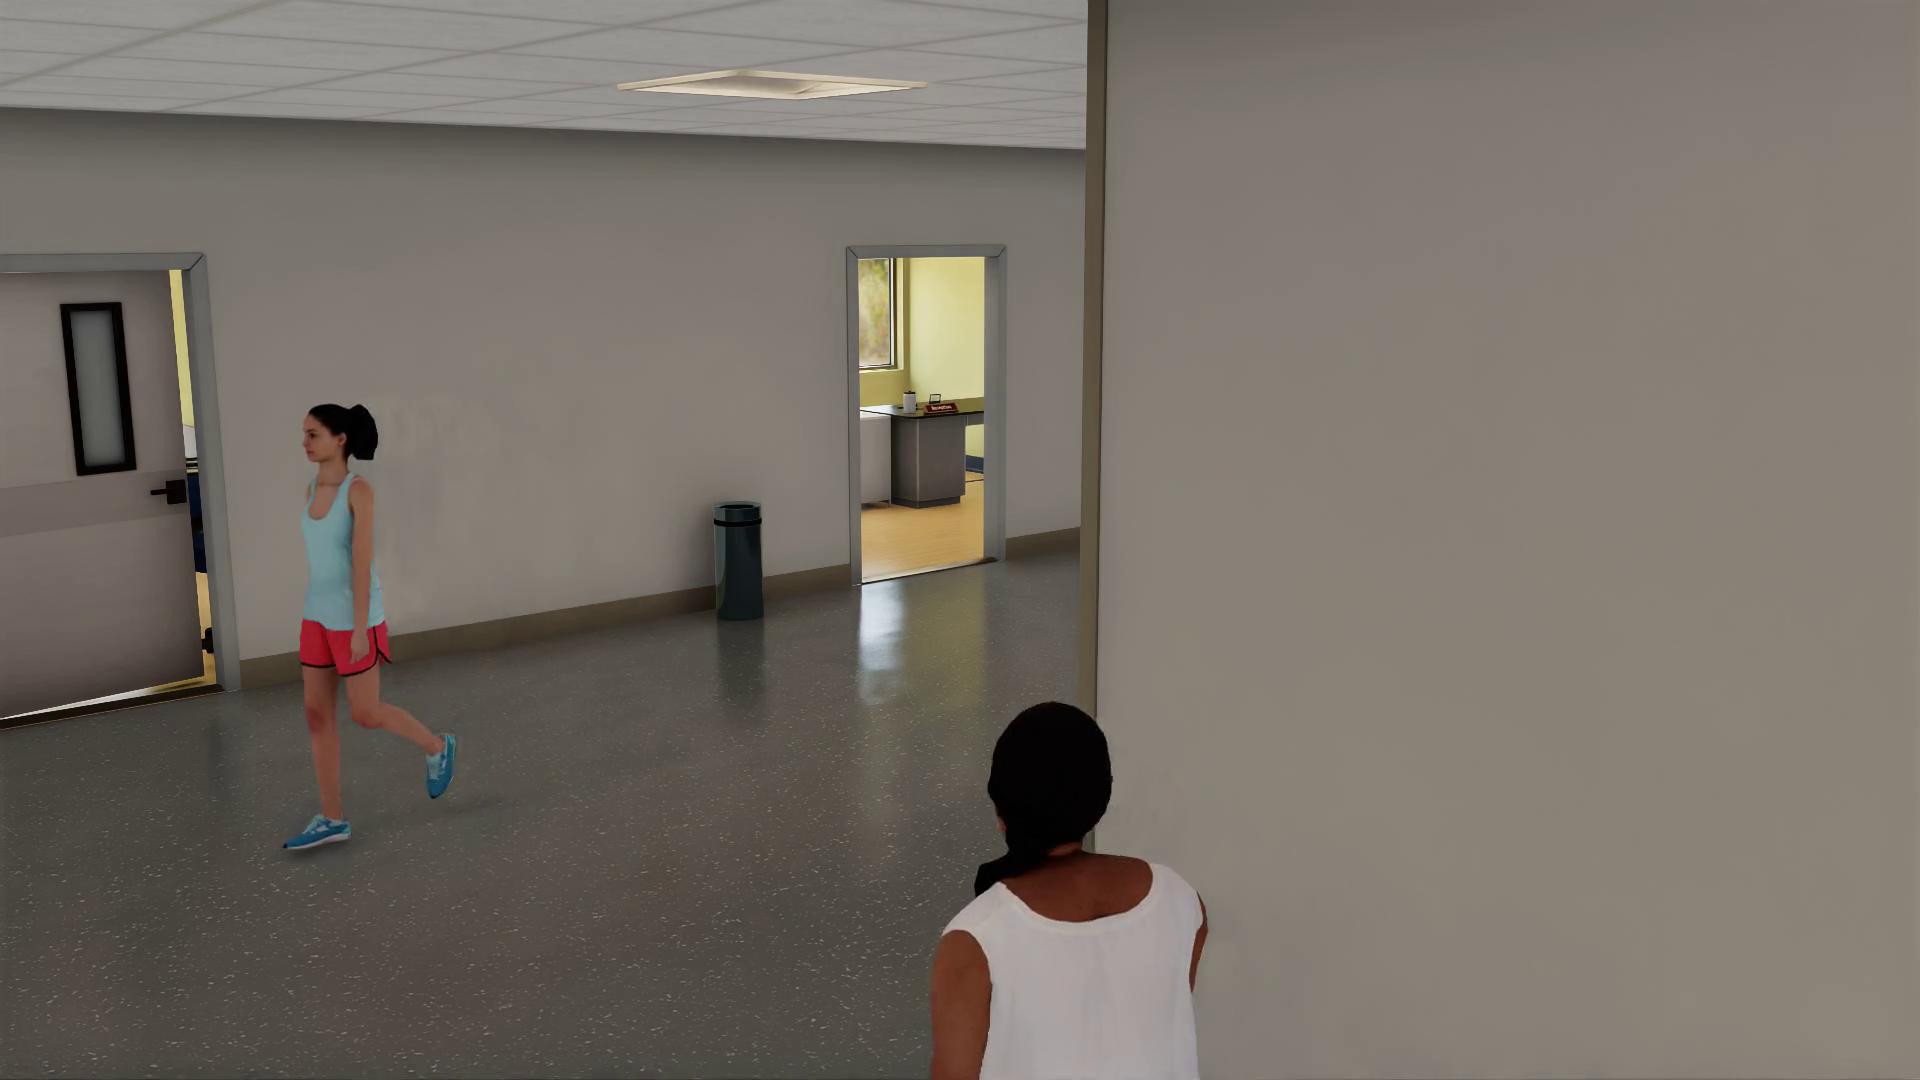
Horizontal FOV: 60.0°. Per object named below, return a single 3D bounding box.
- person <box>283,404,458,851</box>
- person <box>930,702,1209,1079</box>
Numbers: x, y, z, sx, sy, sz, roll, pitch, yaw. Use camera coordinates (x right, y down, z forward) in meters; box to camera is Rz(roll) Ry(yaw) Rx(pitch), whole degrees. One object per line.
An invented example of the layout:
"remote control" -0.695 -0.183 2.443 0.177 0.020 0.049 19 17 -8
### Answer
"person" -2.388 0.337 6.640 0.761 1.750 1.064 8 13 35
"person" 0.182 1.112 2.762 0.751 1.674 0.813 -5 12 -26
